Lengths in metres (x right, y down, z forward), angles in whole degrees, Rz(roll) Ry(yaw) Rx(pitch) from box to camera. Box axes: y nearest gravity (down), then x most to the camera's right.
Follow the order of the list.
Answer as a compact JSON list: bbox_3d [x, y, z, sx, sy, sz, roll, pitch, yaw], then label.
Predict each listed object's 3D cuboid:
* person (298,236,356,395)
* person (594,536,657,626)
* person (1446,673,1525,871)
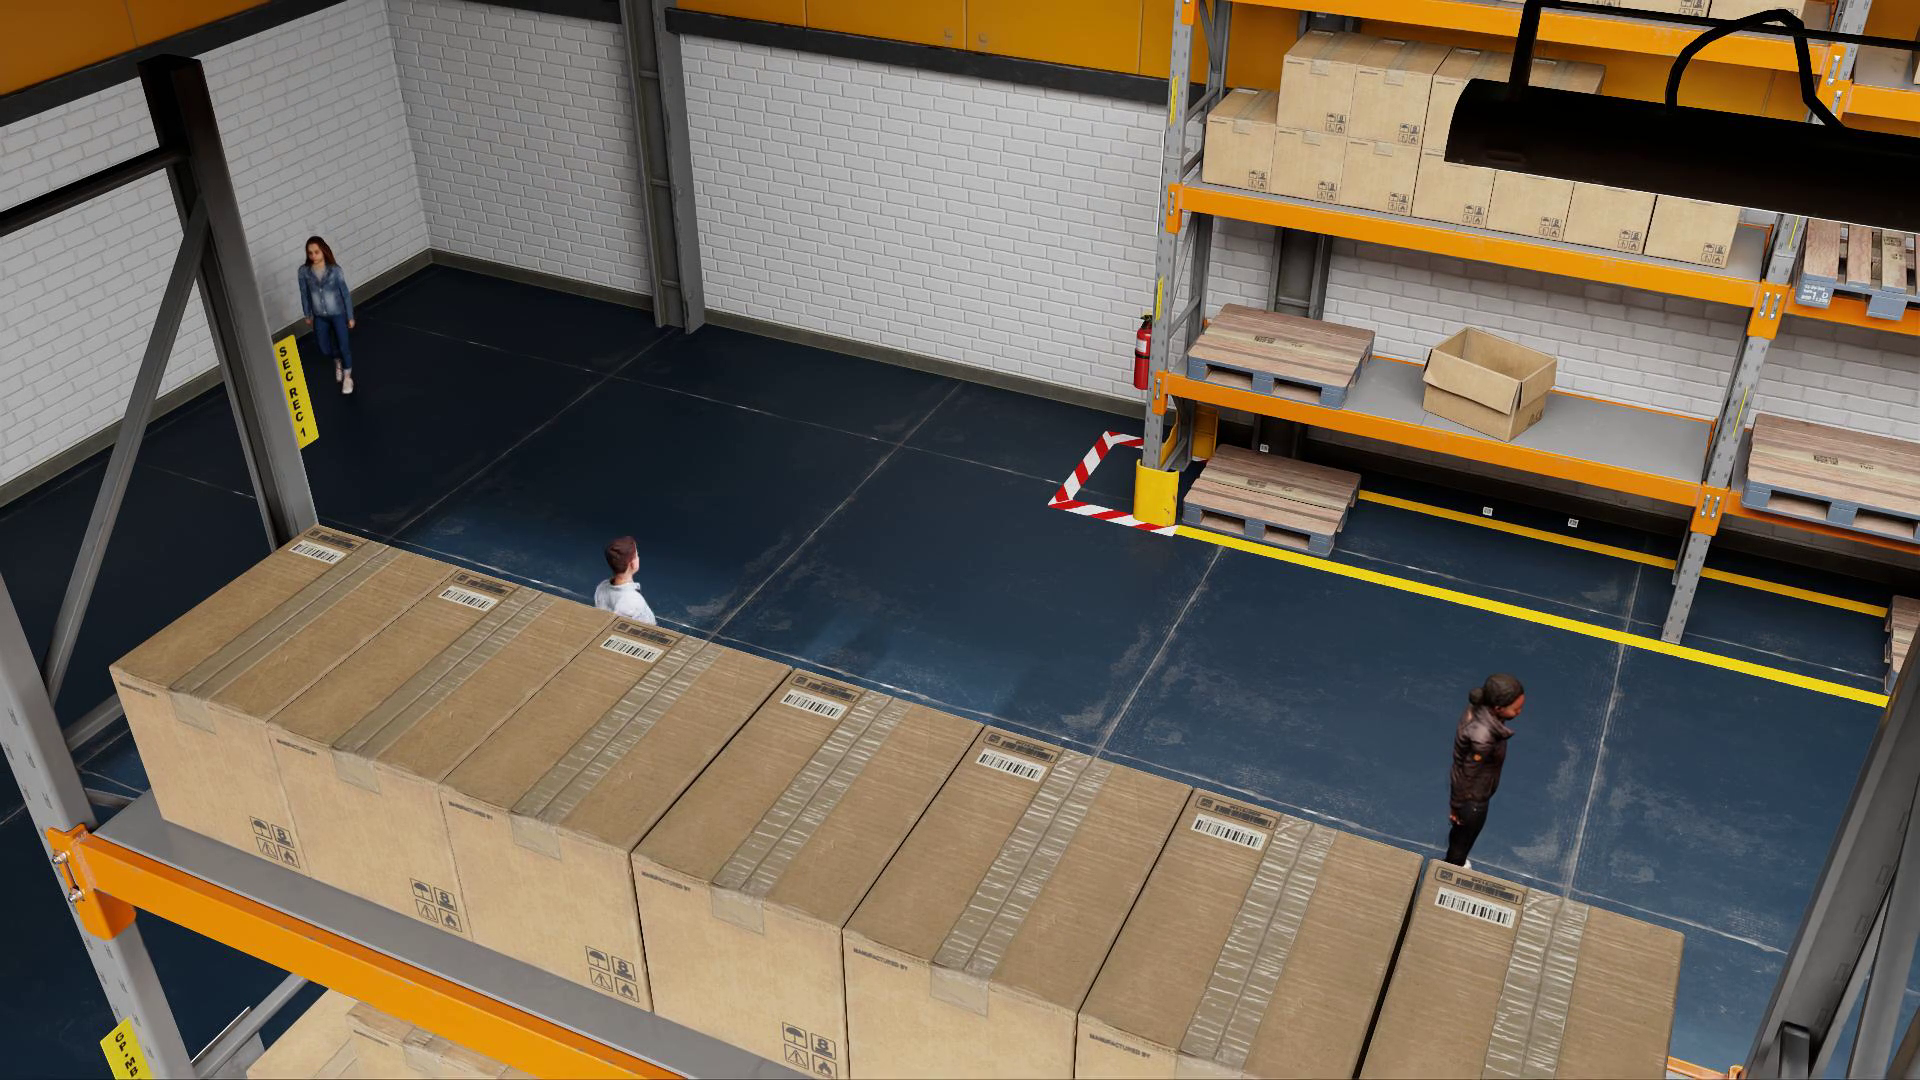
[{"bbox_3d":[-5.610,-2.038,14.837,0.699,1.471,0.774,-4,34,-6],"label":"person"},{"bbox_3d":[-2.074,0.851,10.166,0.863,1.830,0.791,-25,41,-32],"label":"person"},{"bbox_3d":[2.905,1.418,9.467,0.664,1.659,0.609,10,35,15],"label":"person"}]
